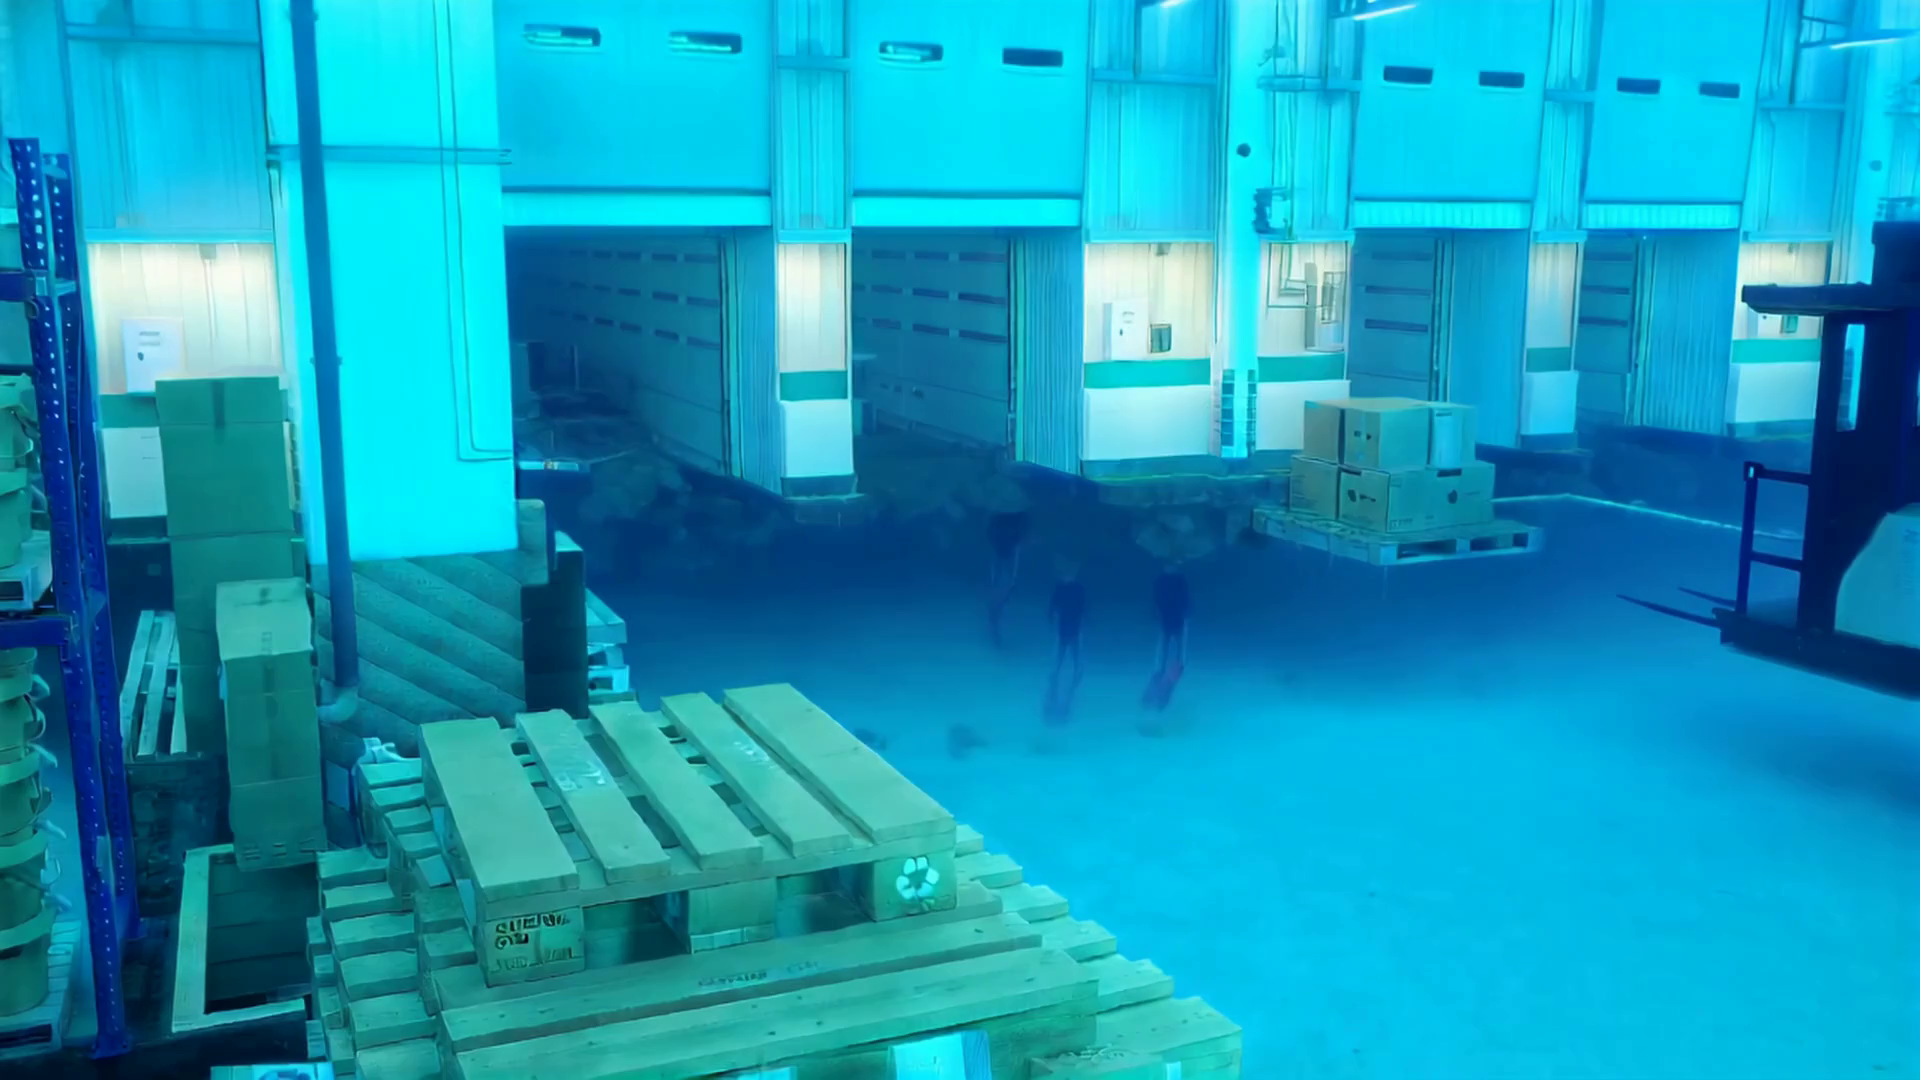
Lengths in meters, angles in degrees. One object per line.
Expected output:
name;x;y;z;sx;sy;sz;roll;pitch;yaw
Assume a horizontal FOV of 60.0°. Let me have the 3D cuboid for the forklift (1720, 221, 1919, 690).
forklift;5.949;-0.550;10.218;1.129;2.768;1.873;-4;11;-23
